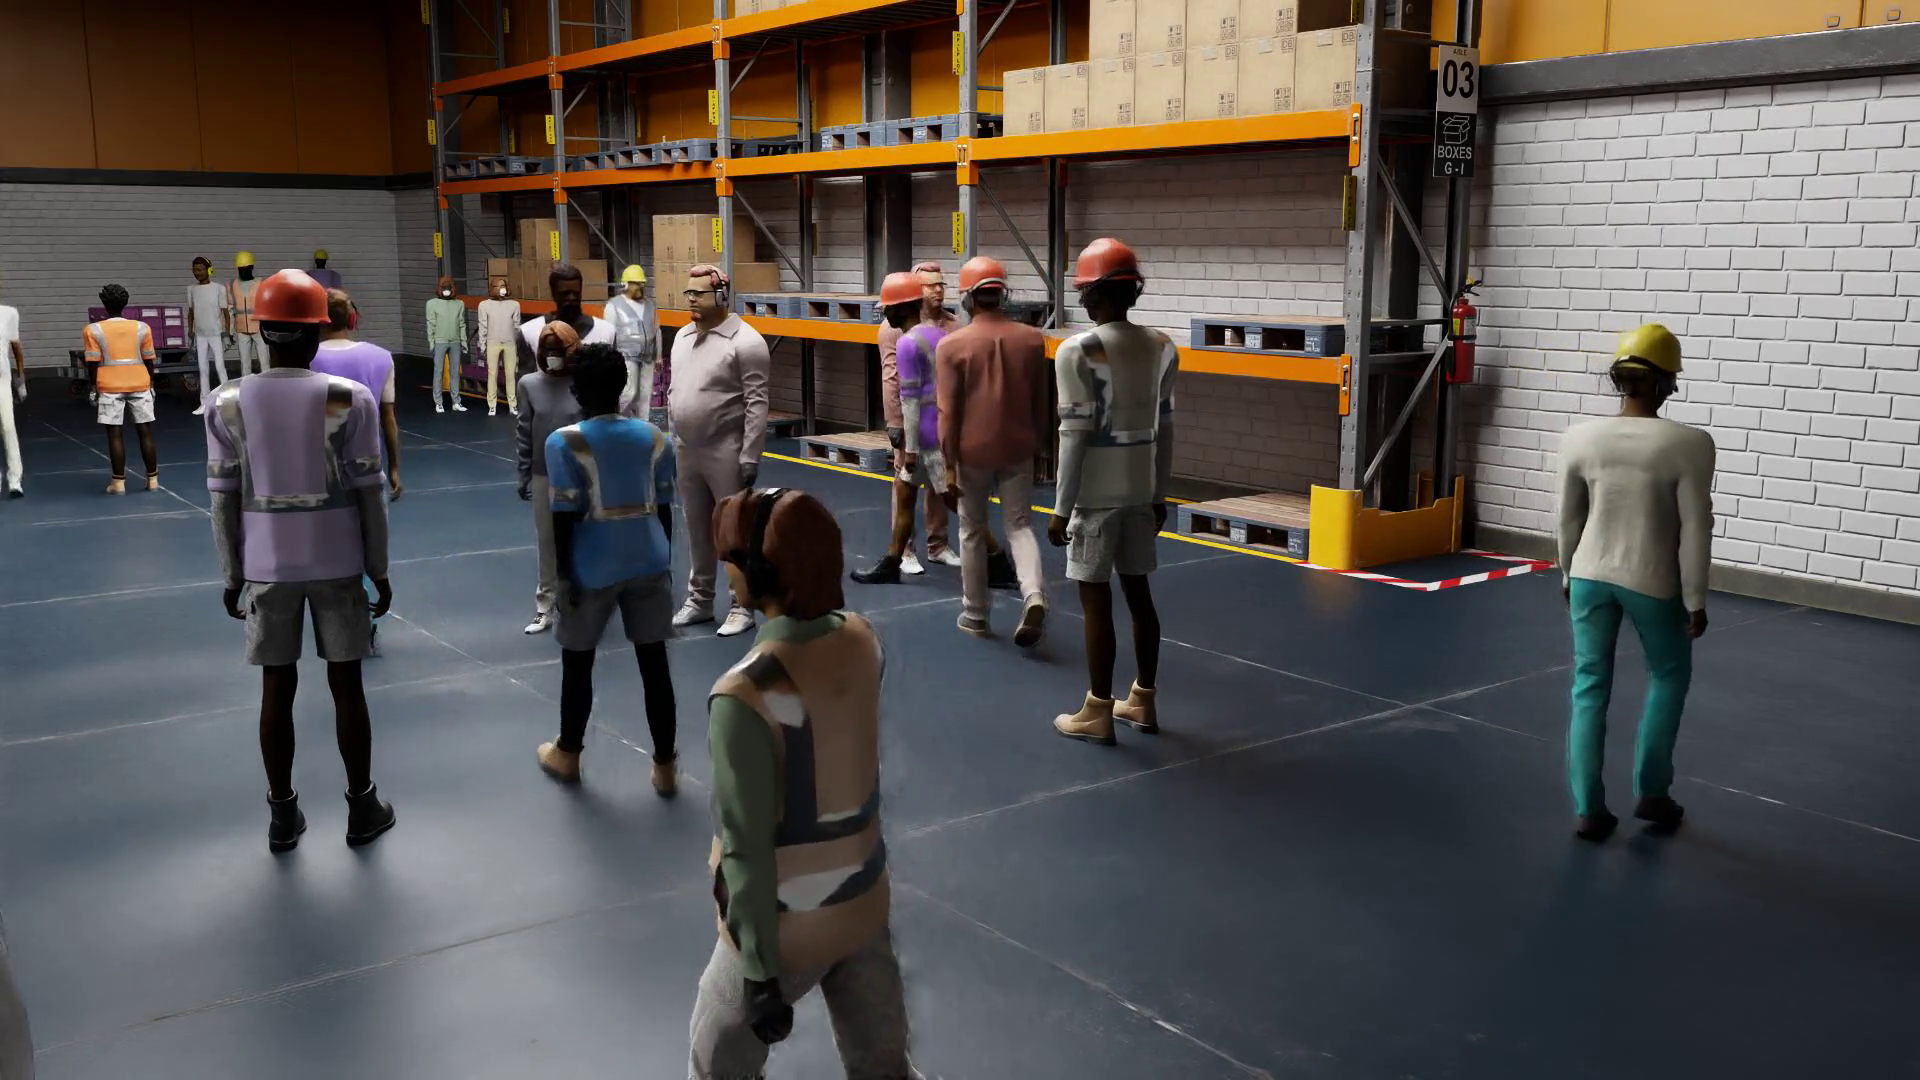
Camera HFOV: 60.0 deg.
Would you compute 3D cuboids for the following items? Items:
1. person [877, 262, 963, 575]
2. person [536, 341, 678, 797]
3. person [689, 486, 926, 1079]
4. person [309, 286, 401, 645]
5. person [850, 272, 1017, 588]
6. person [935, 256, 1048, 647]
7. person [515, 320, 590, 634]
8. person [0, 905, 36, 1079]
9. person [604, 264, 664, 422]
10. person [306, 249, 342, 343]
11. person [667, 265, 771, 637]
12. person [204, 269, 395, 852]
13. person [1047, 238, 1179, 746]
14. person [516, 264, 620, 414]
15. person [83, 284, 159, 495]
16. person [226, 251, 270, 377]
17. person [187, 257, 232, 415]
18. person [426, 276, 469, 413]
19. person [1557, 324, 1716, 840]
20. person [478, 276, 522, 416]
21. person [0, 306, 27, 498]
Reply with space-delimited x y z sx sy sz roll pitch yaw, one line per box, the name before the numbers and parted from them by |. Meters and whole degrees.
person | -0.193 -0.752 10.281 0.643 1.909 0.410 -9 14 -42
person | -1.307 0.106 6.170 0.550 1.662 0.683 -9 13 -40
person | -0.232 0.695 3.023 0.793 1.607 0.515 6 12 30
person | -3.118 -0.372 8.424 0.576 1.815 0.903 -8 13 -36
person | -0.117 -0.624 9.728 1.007 1.873 0.538 2 10 10
person | 0.198 -0.432 8.330 0.614 1.964 0.818 -3 11 -17
person | -2.048 -0.318 8.612 0.499 1.633 0.285 1 10 6
person | -0.969 0.797 1.431 0.362 1.963 0.613 -1 10 -3
person | -3.260 -1.837 16.613 0.595 1.817 0.510 -9 14 -42
person | -10.248 -3.708 26.781 0.594 1.922 0.375 -4 11 -23
person | -1.291 -0.458 8.628 0.638 1.911 0.406 7 12 35
person | -2.185 0.075 5.558 0.552 1.936 0.359 -2 10 -11
person | 0.595 -0.193 6.768 0.615 2.039 0.392 -8 13 -37
person | -2.276 -0.650 9.713 0.602 1.904 0.444 -4 11 -21
person | -6.770 -1.213 13.443 0.536 1.696 0.322 -9 13 -41
person | -8.841 -2.629 20.739 0.594 1.922 0.385 0 10 -1
person | -8.875 -2.404 19.647 0.534 1.864 0.309 1 10 4
person | -6.159 -2.351 19.996 0.497 1.633 0.278 -9 14 -41
person | 2.326 0.140 5.701 0.554 1.742 0.621 9 14 42
person | -5.407 -2.282 19.602 0.507 1.635 0.272 -5 11 -26
person | -7.711 -1.225 13.160 0.548 1.825 0.942 -5 11 -26
